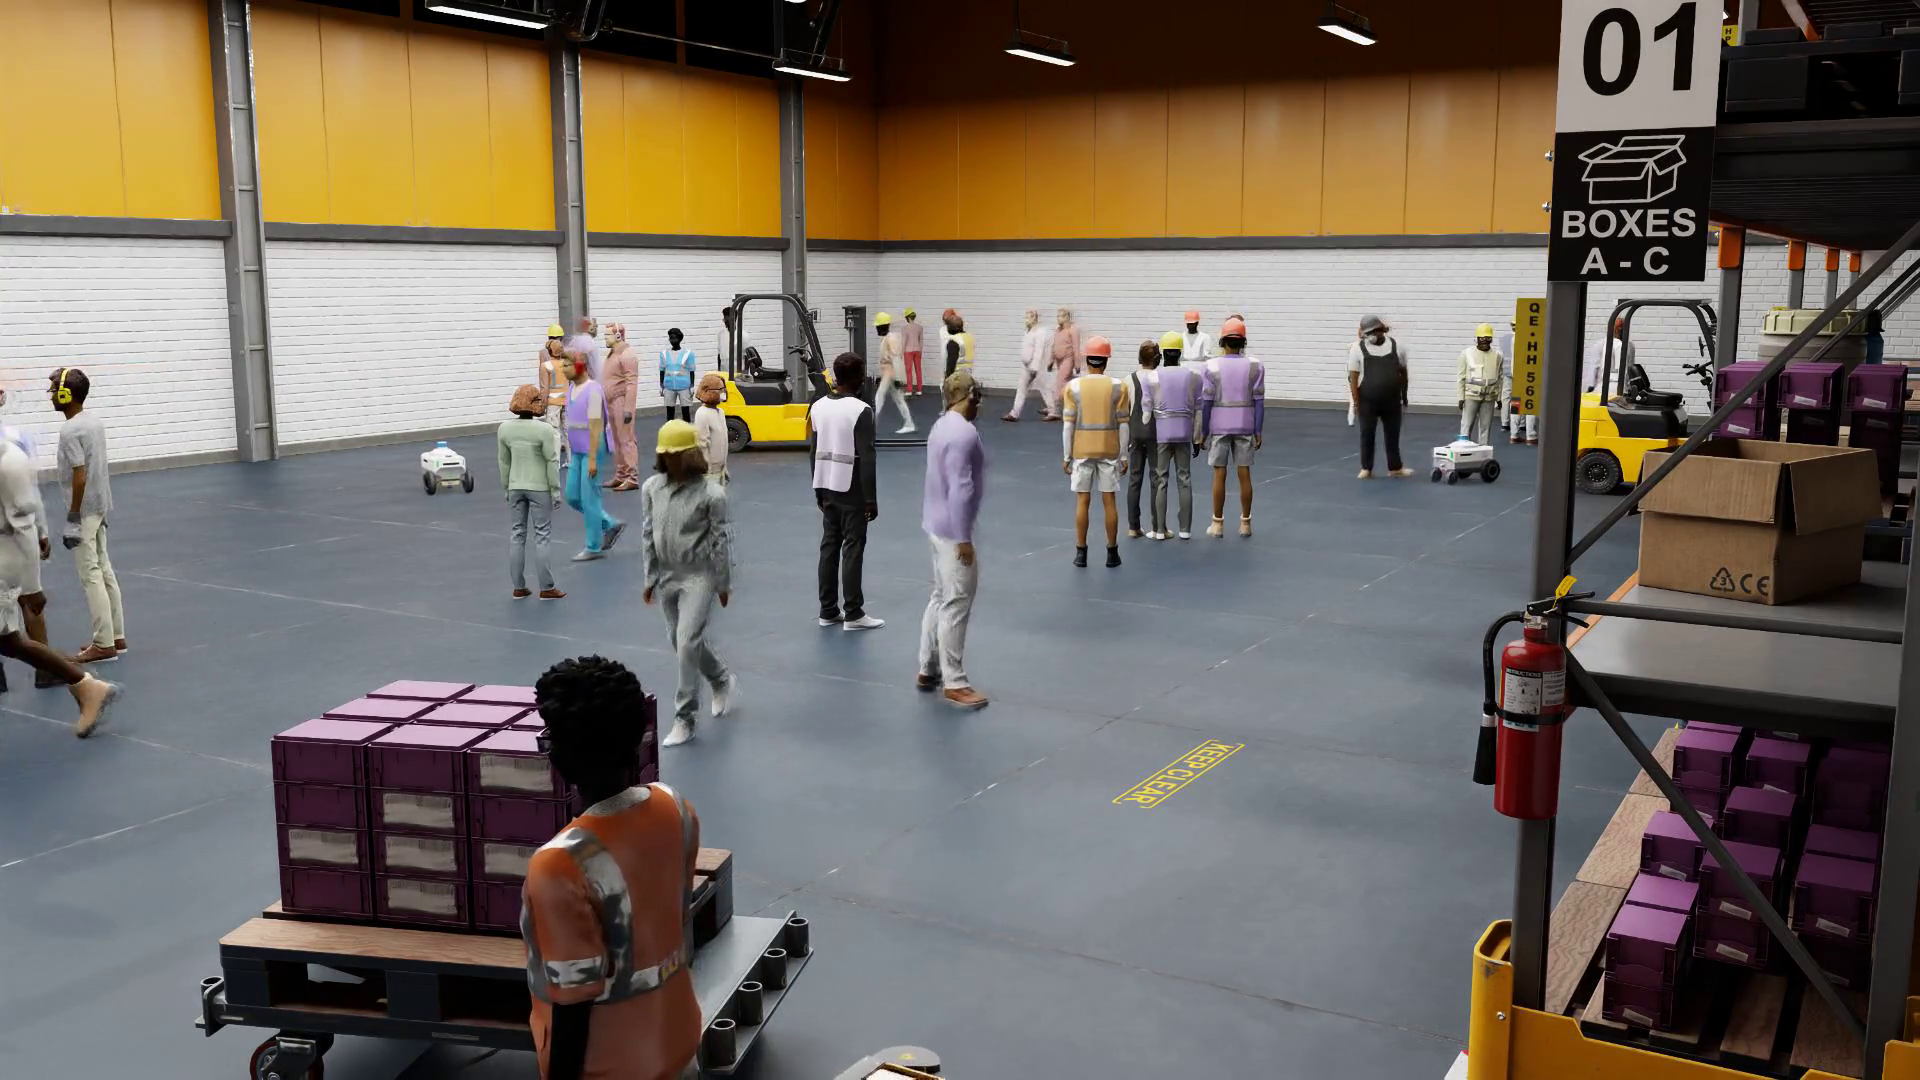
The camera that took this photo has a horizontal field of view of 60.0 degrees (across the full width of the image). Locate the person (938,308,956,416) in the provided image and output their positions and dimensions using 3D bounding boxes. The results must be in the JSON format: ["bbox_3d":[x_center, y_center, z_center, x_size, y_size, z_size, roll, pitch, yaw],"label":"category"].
[{"bbox_3d":[-0.113,-3.027,28.478,0.593,1.852,0.584,-9,12,-43],"label":"person"}]

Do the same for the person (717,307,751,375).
[{"bbox_3d":[-3.426,-2.539,25.101,0.608,1.966,0.374,6,11,31],"label":"person"}]

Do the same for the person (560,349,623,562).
[{"bbox_3d":[-3.162,-0.730,14.268,0.480,1.825,0.590,-7,12,-39],"label":"person"}]

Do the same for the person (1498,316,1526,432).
[{"bbox_3d":[8.636,-2.582,25.808,0.404,1.825,0.587,-7,11,-37],"label":"person"}]

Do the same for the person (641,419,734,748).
[{"bbox_3d":[-1.403,0.187,8.874,0.479,1.708,0.767,4,10,24],"label":"person"}]

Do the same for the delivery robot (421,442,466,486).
[{"bbox_3d":[-5.817,-0.860,18.719,0.477,0.478,0.707,-6,11,-31],"label":"delivery robot"}]

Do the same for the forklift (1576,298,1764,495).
[{"bbox_3d":[7.954,-1.589,18.462,2.313,2.155,1.214,5,11,30],"label":"forklift"}]

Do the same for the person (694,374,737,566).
[{"bbox_3d":[-2.033,-0.555,13.754,0.280,1.633,0.500,2,9,10],"label":"person"}]

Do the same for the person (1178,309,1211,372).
[{"bbox_3d":[3.452,-2.470,24.805,0.548,1.929,0.370,3,9,16],"label":"person"}]

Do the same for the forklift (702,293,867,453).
[{"bbox_3d":[-2.458,-2.344,23.176,2.313,2.155,1.214,0,9,-2],"label":"forklift"}]

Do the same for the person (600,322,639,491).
[{"bbox_3d":[-3.879,-1.510,18.864,0.403,1.906,0.651,-5,11,-31],"label":"person"}]

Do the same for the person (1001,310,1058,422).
[{"bbox_3d":[1.196,-2.871,27.519,0.992,1.853,0.666,-4,10,-22],"label":"person"}]

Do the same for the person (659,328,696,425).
[{"bbox_3d":[-4.002,-2.156,23.537,0.540,1.697,0.318,1,9,8],"label":"person"}]

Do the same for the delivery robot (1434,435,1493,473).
[{"bbox_3d":[5.924,-0.997,19.575,0.707,0.478,0.477,-5,10,-28],"label":"delivery robot"}]

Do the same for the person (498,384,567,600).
[{"bbox_3d":[-3.226,-0.357,12.515,0.498,1.633,0.285,3,10,18],"label":"person"}]

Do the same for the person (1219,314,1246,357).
[{"bbox_3d":[4.307,-2.595,25.888,0.547,1.822,0.645,1,9,6],"label":"person"}]

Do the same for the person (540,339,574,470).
[{"bbox_3d":[-5.031,-1.687,20.796,0.307,1.640,0.521,6,11,35],"label":"person"}]

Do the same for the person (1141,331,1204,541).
[{"bbox_3d":[1.937,-0.949,15.298,0.587,1.928,0.363,-1,9,-9],"label":"person"}]

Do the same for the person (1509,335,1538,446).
[{"bbox_3d":[8.159,-2.313,23.825,0.369,1.931,0.625,-6,11,-31],"label":"person"}]

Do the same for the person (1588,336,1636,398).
[{"bbox_3d":[9.076,-2.146,23.101,0.640,1.818,0.469,-1,9,-8],"label":"person"}]

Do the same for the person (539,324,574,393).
[{"bbox_3d":[-5.518,-2.076,22.839,0.530,1.765,0.326,0,9,3],"label":"person"}]

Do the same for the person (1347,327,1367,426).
[{"bbox_3d":[6.466,-2.625,26.678,0.532,1.634,0.310,4,10,25],"label":"person"}]

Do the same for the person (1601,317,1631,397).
[{"bbox_3d":[8.637,-1.987,21.910,0.353,1.884,0.578,0,9,-3],"label":"person"}]

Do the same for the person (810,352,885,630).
[{"bbox_3d":[-0.804,-0.335,11.493,0.371,1.916,0.597,-9,13,-44],"label":"person"}]

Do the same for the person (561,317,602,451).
[{"bbox_3d":[-5.172,-2.169,23.153,0.988,1.849,0.653,-6,11,-33],"label":"person"}]

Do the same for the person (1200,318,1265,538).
[{"bbox_3d":[2.518,-1.034,15.468,0.606,2.044,0.374,0,9,-2],"label":"person"}]

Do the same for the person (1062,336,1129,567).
[{"bbox_3d":[1.133,-0.736,13.938,0.562,1.932,0.378,1,9,3],"label":"person"}]

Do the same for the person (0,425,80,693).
[{"bbox_3d":[-5.636,-0.047,9.784,0.736,1.905,0.434,-8,12,-41],"label":"person"}]

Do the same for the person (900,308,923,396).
[{"bbox_3d":[-0.976,-3.755,33.333,0.524,1.762,0.325,-6,11,-35],"label":"person"}]

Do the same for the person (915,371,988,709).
[{"bbox_3d":[-0.041,-0.010,9.560,0.381,1.898,0.730,-1,9,-9],"label":"person"}]

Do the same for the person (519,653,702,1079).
[{"bbox_3d":[-0.708,1.069,3.412,0.318,1.697,0.540,3,10,17],"label":"person"}]

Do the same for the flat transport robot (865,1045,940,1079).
[{"bbox_3d":[-0.287,1.669,4.111,0.652,0.197,1.431,6,11,31],"label":"flat transport robot"}]

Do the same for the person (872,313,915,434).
[{"bbox_3d":[-1.153,-2.529,25.353,1.035,1.855,0.624,-2,9,-11],"label":"person"}]

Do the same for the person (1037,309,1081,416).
[{"bbox_3d":[1.777,-3.067,28.752,1.015,1.851,0.669,-4,10,-26],"label":"person"}]

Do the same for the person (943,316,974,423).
[{"bbox_3d":[-0.035,-2.400,24.753,0.430,1.828,0.666,5,10,27],"label":"person"}]

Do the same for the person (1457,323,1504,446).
[{"bbox_3d":[6.586,-1.822,21.037,0.590,1.835,0.404,0,9,-3],"label":"person"}]

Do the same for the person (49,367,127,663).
[{"bbox_3d":[-5.539,-0.155,10.520,0.315,1.869,0.526,-1,9,-8],"label":"person"}]

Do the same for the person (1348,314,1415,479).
[{"bbox_3d":[5.075,-1.729,19.813,0.865,2.000,0.538,0,9,-2],"label":"person"}]

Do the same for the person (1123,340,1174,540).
[{"bbox_3d":[1.740,-0.917,15.351,0.507,1.847,0.343,5,11,30],"label":"person"}]

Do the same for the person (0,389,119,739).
[{"bbox_3d":[-4.764,0.127,8.346,0.606,2.015,0.968,7,12,39],"label":"person"}]
